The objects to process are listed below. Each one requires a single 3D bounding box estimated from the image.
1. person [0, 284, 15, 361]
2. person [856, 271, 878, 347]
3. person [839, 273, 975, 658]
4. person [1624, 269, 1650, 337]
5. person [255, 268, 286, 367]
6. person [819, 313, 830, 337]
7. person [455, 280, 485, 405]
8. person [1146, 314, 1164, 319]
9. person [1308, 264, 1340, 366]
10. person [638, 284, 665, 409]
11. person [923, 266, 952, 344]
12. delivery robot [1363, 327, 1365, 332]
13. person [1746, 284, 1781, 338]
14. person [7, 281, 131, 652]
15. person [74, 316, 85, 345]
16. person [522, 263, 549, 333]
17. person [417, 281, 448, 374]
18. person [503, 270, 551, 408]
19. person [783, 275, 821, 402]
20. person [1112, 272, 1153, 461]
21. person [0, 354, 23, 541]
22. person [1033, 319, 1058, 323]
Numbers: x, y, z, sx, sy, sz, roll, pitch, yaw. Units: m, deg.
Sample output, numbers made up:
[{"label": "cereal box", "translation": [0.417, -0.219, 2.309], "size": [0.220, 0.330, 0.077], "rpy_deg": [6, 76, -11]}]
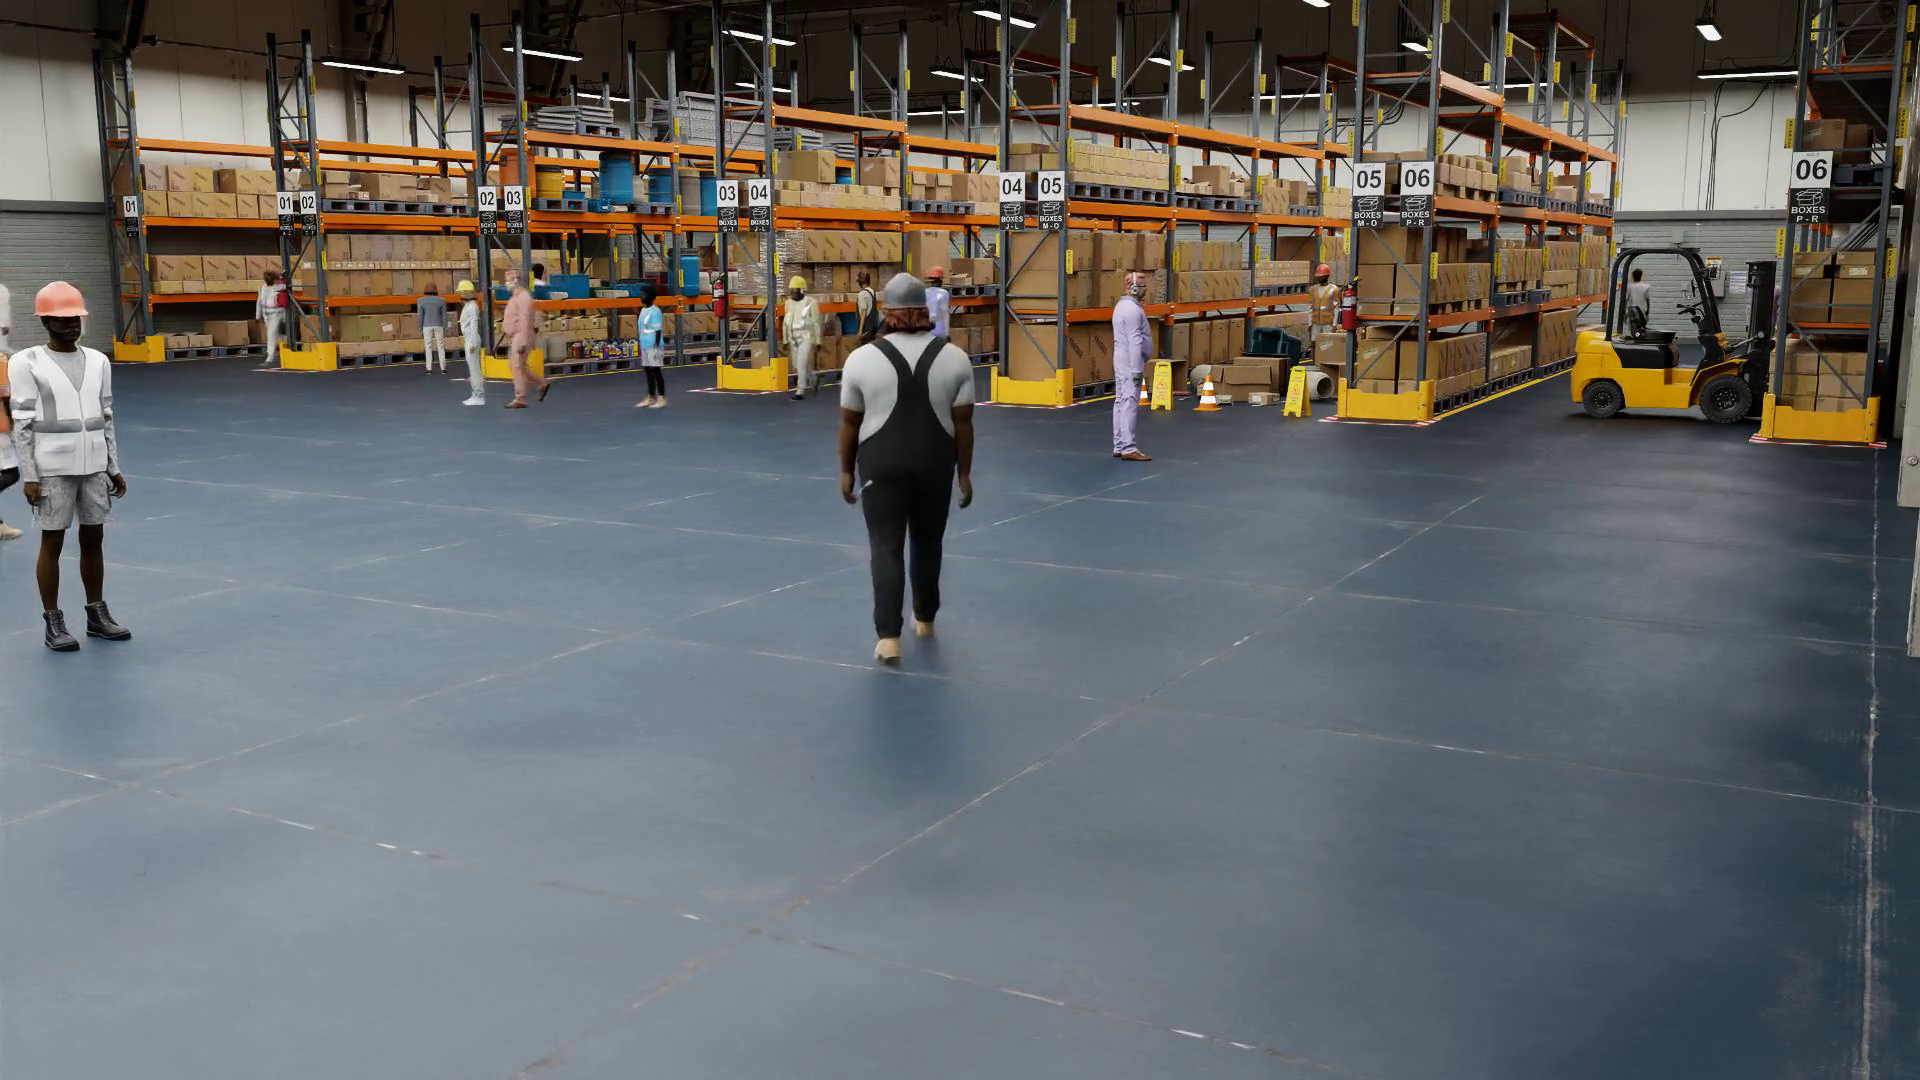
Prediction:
[{"label": "person", "translation": [-16.129, -3.610, 27.832], "size": [0.655, 1.884, 0.647], "rpy_deg": [3, 10, 17]}, {"label": "person", "translation": [-1.484, -3.343, 26.391], "size": [0.348, 1.842, 0.506], "rpy_deg": [4, 10, 22]}, {"label": "person", "translation": [-0.288, -0.428, 8.746], "size": [0.694, 2.000, 0.925], "rpy_deg": [-1, 10, -9]}, {"label": "person", "translation": [13.603, -4.538, 33.474], "size": [0.508, 1.830, 0.976], "rpy_deg": [5, 11, 27]}, {"label": "person", "translation": [-12.923, -4.203, 31.405], "size": [0.583, 1.856, 0.859], "rpy_deg": [4, 10, 22]}, {"label": "person", "translation": [-2.603, -3.920, 29.532], "size": [0.623, 1.933, 0.371], "rpy_deg": [0, 10, 2]}, {"label": "person", "translation": [-6.846, -2.752, 23.220], "size": [0.319, 1.742, 0.492], "rpy_deg": [-4, 11, -23]}, {"label": "person", "translation": [3.790, -4.263, 32.489], "size": [0.525, 1.597, 0.835], "rpy_deg": [6, 11, 31]}, {"label": "person", "translation": [6.138, -3.689, 28.158], "size": [0.547, 1.930, 0.382], "rpy_deg": [8, 12, 38]}, {"label": "person", "translation": [-4.218, -2.634, 22.668], "size": [0.317, 1.695, 0.538], "rpy_deg": [-7, 12, -34]}, {"label": "person", "translation": [-0.329, -3.140, 24.958], "size": [0.569, 1.924, 0.496], "rpy_deg": [7, 12, 35]}, {"label": "delivery robot", "translation": [9.255, -4.661, 37.600], "size": [0.707, 0.478, 0.477], "rpy_deg": [-1, 10, -4]}, {"label": "person", "translation": [13.929, -3.791, 28.809], "size": [0.583, 1.918, 0.405], "rpy_deg": [5, 11, 25]}, {"label": "person", "translation": [-4.706, -0.391, 8.828], "size": [0.362, 1.939, 0.543], "rpy_deg": [6, 11, 31]}, {"label": "person", "translation": [-15.218, -3.552, 28.342], "size": [0.519, 1.583, 0.878], "rpy_deg": [3, 10, 19]}, {"label": "person", "translation": [-8.606, -4.652, 33.802], "size": [0.627, 1.921, 0.819], "rpy_deg": [5, 11, 27]}, {"label": "person", "translation": [-9.262, -3.723, 29.227], "size": [0.507, 1.632, 0.268], "rpy_deg": [-4, 10, -20]}, {"label": "person", "translation": [-5.950, -2.739, 22.734], "size": [0.617, 1.883, 0.653], "rpy_deg": [-5, 11, -28]}, {"label": "person", "translation": [-2.235, -2.906, 23.977], "size": [0.602, 1.807, 0.746], "rpy_deg": [7, 12, 36]}, {"label": "person", "translation": [1.763, -1.764, 16.959], "size": [0.401, 1.910, 0.640], "rpy_deg": [-1, 10, -6]}, {"label": "person", "translation": [-7.012, -0.789, 11.896], "size": [0.540, 1.679, 0.568], "rpy_deg": [4, 10, 20]}, {"label": "person", "translation": [1.443, -3.553, 27.073], "size": [0.606, 2.035, 0.403], "rpy_deg": [5, 11, 27]}]
